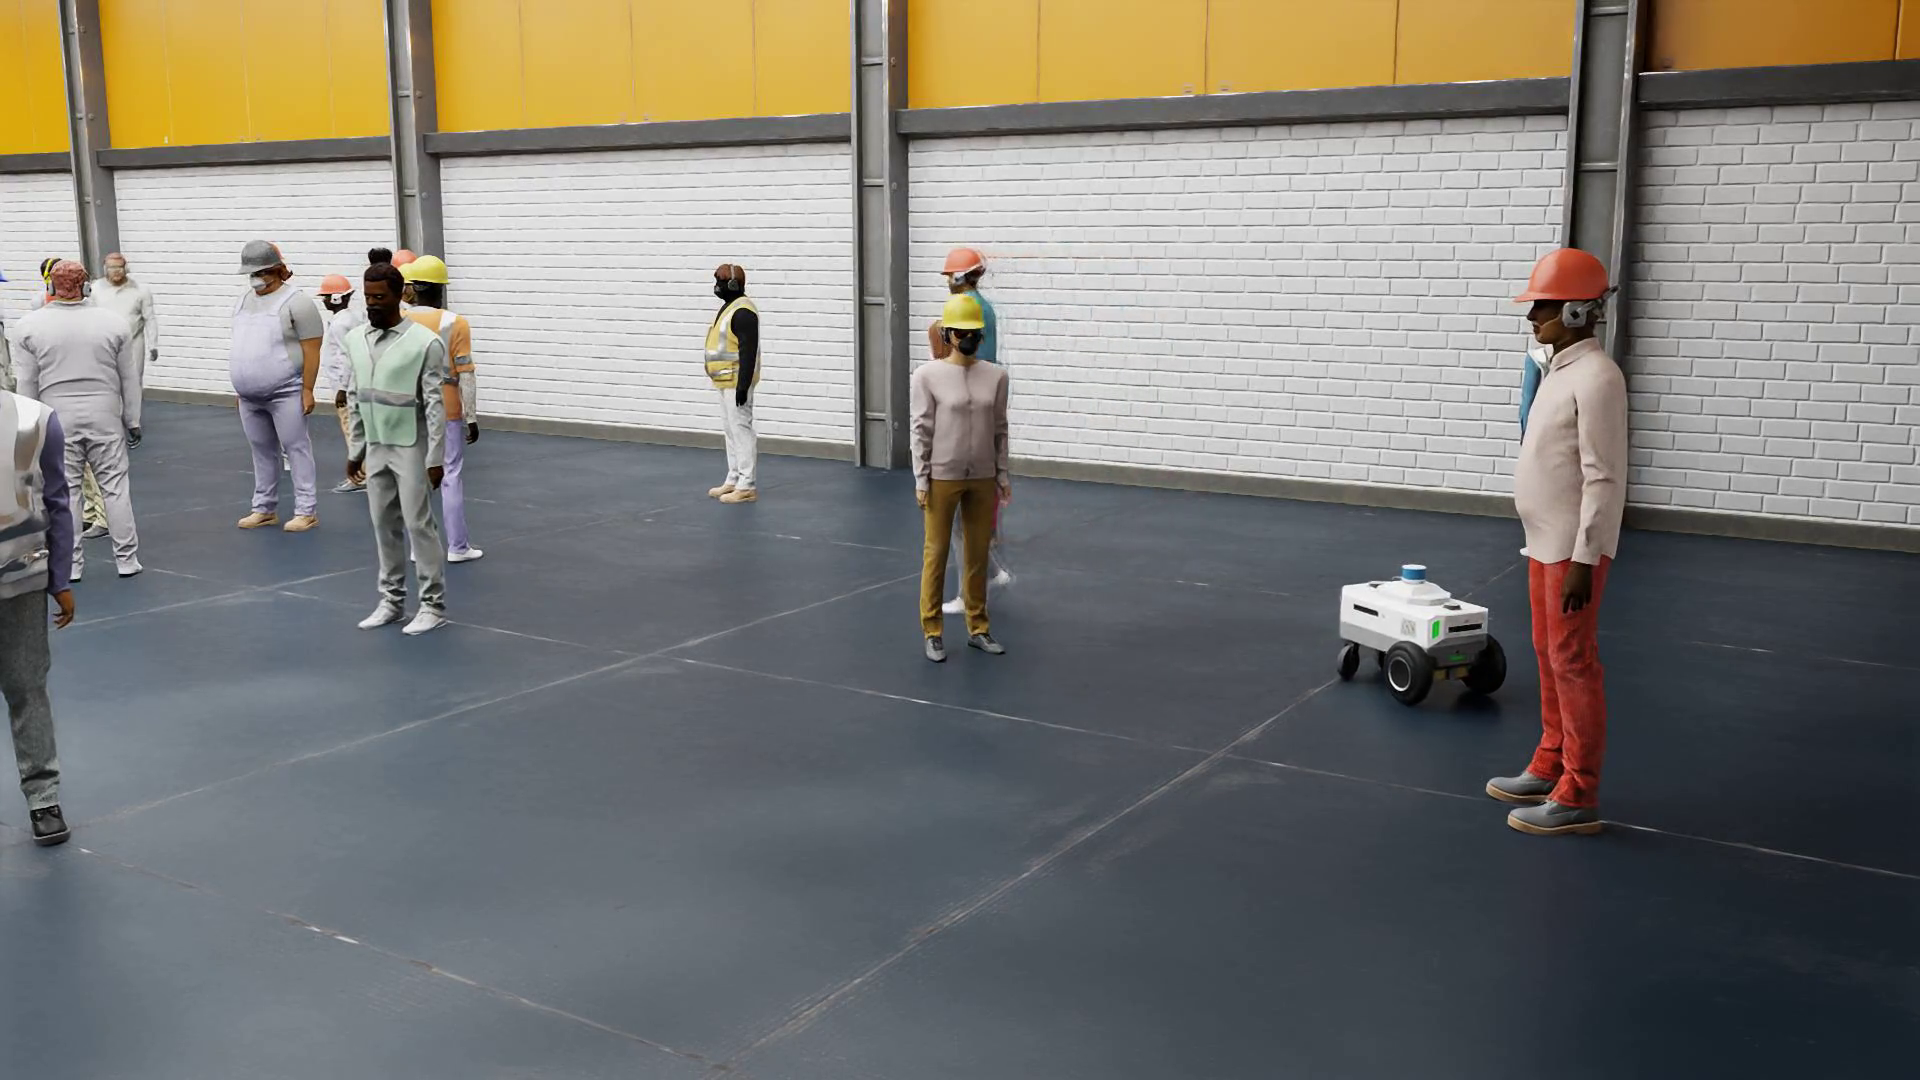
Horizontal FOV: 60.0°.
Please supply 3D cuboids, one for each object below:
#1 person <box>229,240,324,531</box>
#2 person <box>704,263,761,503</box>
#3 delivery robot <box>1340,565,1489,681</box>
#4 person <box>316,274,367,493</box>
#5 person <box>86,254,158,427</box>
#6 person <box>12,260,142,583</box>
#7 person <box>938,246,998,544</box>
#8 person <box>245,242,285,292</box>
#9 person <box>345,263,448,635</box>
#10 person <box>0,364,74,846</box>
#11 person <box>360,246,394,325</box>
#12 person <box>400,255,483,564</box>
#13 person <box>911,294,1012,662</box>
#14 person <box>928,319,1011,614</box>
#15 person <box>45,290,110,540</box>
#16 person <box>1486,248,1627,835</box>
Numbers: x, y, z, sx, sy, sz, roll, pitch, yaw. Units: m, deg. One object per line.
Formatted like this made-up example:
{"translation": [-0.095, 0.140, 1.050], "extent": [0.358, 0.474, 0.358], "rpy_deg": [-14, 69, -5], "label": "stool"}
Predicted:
{"translation": [-4.807, -1.073, 11.575], "extent": [0.688, 2.000, 0.539], "rpy_deg": [3, 11, 18], "label": "person"}
{"translation": [-1.765, -1.215, 12.914], "extent": [0.429, 1.843, 0.633], "rpy_deg": [-4, 11, -21], "label": "person"}
{"translation": [2.046, 0.355, 7.524], "extent": [0.477, 0.478, 0.707], "rpy_deg": [-5, 11, -24], "label": "delivery robot"}
{"translation": [-4.967, -1.259, 13.403], "extent": [0.342, 1.751, 0.564], "rpy_deg": [-2, 10, -11], "label": "person"}
{"translation": [-8.673, -2.009, 17.236], "extent": [0.679, 1.860, 0.951], "rpy_deg": [-5, 12, -27], "label": "person"}
{"translation": [-5.225, -0.702, 9.896], "extent": [0.652, 1.906, 0.402], "rpy_deg": [-6, 12, -30], "label": "person"}
{"translation": [0.039, -0.949, 11.055], "extent": [0.518, 1.973, 0.651], "rpy_deg": [5, 11, 25], "label": "person"}
{"translation": [-7.076, -2.048, 17.104], "extent": [0.612, 1.996, 0.388], "rpy_deg": [7, 12, 35], "label": "person"}
{"translation": [-2.892, -0.469, 8.604], "extent": [0.596, 1.910, 0.384], "rpy_deg": [5, 11, 25], "label": "person"}
{"translation": [-3.239, 0.131, 5.482], "extent": [0.587, 1.833, 0.404], "rpy_deg": [-6, 12, -29], "label": "person"}
{"translation": [-5.773, -1.952, 16.672], "extent": [0.371, 1.966, 0.639], "rpy_deg": [0, 10, 0], "label": "person"}
{"translation": [-3.298, -0.806, 10.411], "extent": [0.595, 1.925, 0.373], "rpy_deg": [1, 10, 7], "label": "person"}
{"translation": [0.013, -0.298, 8.045], "extent": [0.525, 1.769, 0.313], "rpy_deg": [-5, 11, -26], "label": "person"}
{"translation": [0.011, -0.383, 8.901], "extent": [0.355, 1.612, 0.531], "rpy_deg": [1, 10, 8], "label": "person"}
{"translation": [-5.991, -0.877, 11.311], "extent": [0.337, 1.741, 0.561], "rpy_deg": [-9, 13, -40], "label": "person"}
{"translation": [2.055, 0.010, 5.702], "extent": [0.396, 1.992, 0.623], "rpy_deg": [1, 10, 7], "label": "person"}
